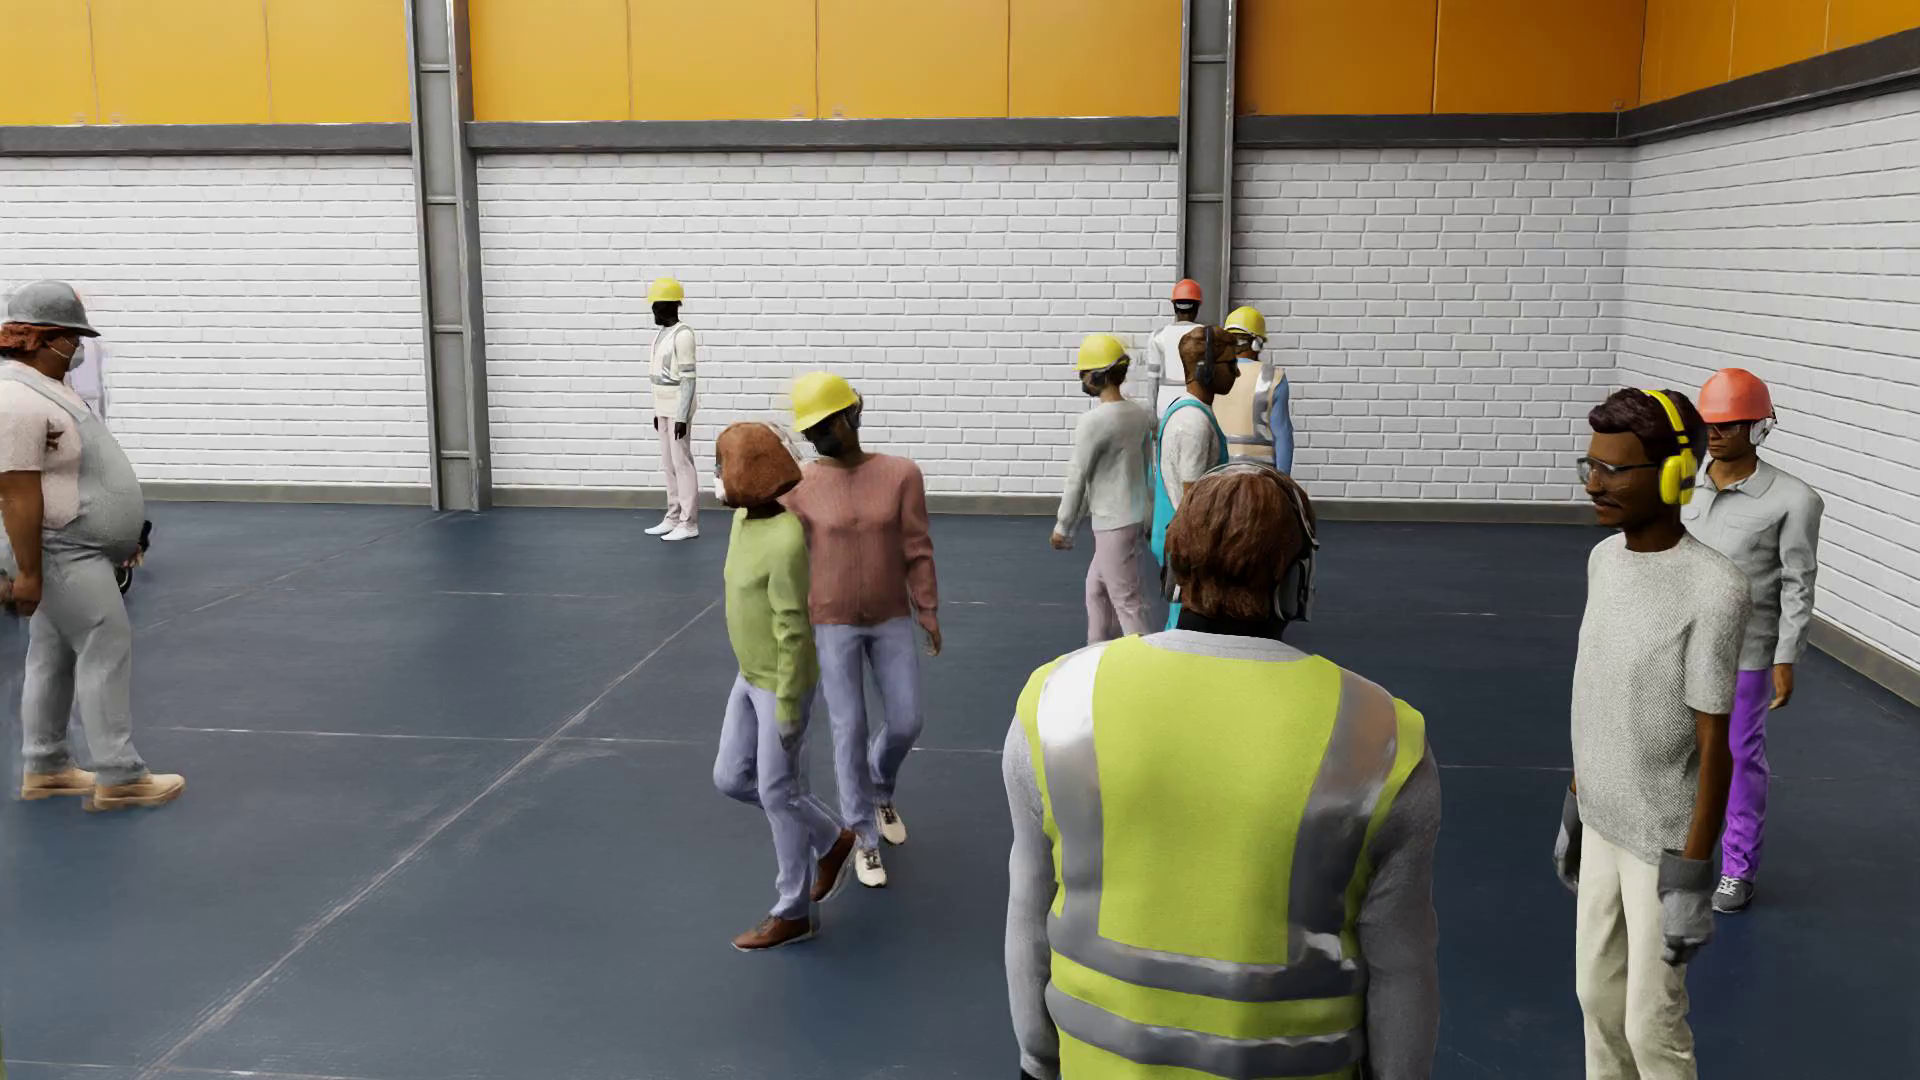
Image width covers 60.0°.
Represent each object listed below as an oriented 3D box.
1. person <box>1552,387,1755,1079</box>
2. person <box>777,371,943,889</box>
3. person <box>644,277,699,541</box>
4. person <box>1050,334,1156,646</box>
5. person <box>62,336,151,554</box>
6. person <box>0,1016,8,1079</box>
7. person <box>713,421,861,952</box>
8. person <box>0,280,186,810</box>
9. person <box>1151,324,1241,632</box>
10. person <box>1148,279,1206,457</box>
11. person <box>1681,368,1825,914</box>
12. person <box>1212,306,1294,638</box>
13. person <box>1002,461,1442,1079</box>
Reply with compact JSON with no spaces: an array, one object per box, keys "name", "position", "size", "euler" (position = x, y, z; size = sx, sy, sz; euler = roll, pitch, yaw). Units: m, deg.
[{"name":"person","position":[1.373,0.618,3.403],"size":[0.331,1.861,0.506],"euler":[-2,10,-9]},{"name":"person","position":[-0.335,0.290,5.643],"size":[0.555,1.724,0.471],"euler":[-3,10,-15]},{"name":"person","position":[-2.118,-0.960,12.228],"size":[0.360,1.929,0.587],"euler":[-6,11,-29]},{"name":"person","position":[0.626,-0.076,7.695],"size":[0.746,1.733,0.518],"euler":[6,12,31]},{"name":"person","position":[-5.802,-0.730,11.020],"size":[0.695,1.901,0.592],"euler":[3,10,15]},{"name":"person","position":[-1.123,0.946,1.779],"size":[0.327,1.769,0.525],"euler":[-6,12,-32]},{"name":"person","position":[-0.541,0.441,5.059],"size":[0.430,1.616,0.535],"euler":[-5,11,-26]},{"name":"person","position":[-3.379,0.005,6.385],"size":[0.643,2.000,0.701],"euler":[-5,11,-24]},{"name":"person","position":[0.931,0.071,6.602],"size":[0.344,1.839,0.501],"euler":[1,10,5]},{"name":"person","position":[1.629,-0.921,12.055],"size":[0.542,1.920,0.417],"euler":[4,11,21]},{"name":"person","position":[2.449,0.321,5.392],"size":[0.327,1.753,0.563],"euler":[-7,12,-37]},{"name":"person","position":[1.528,-0.346,9.020],"size":[0.586,1.823,0.403],"euler":[6,11,29]},{"name":"person","position":[0.376,0.796,2.468],"size":[0.634,1.831,0.429],"euler":[3,10,18]}]
